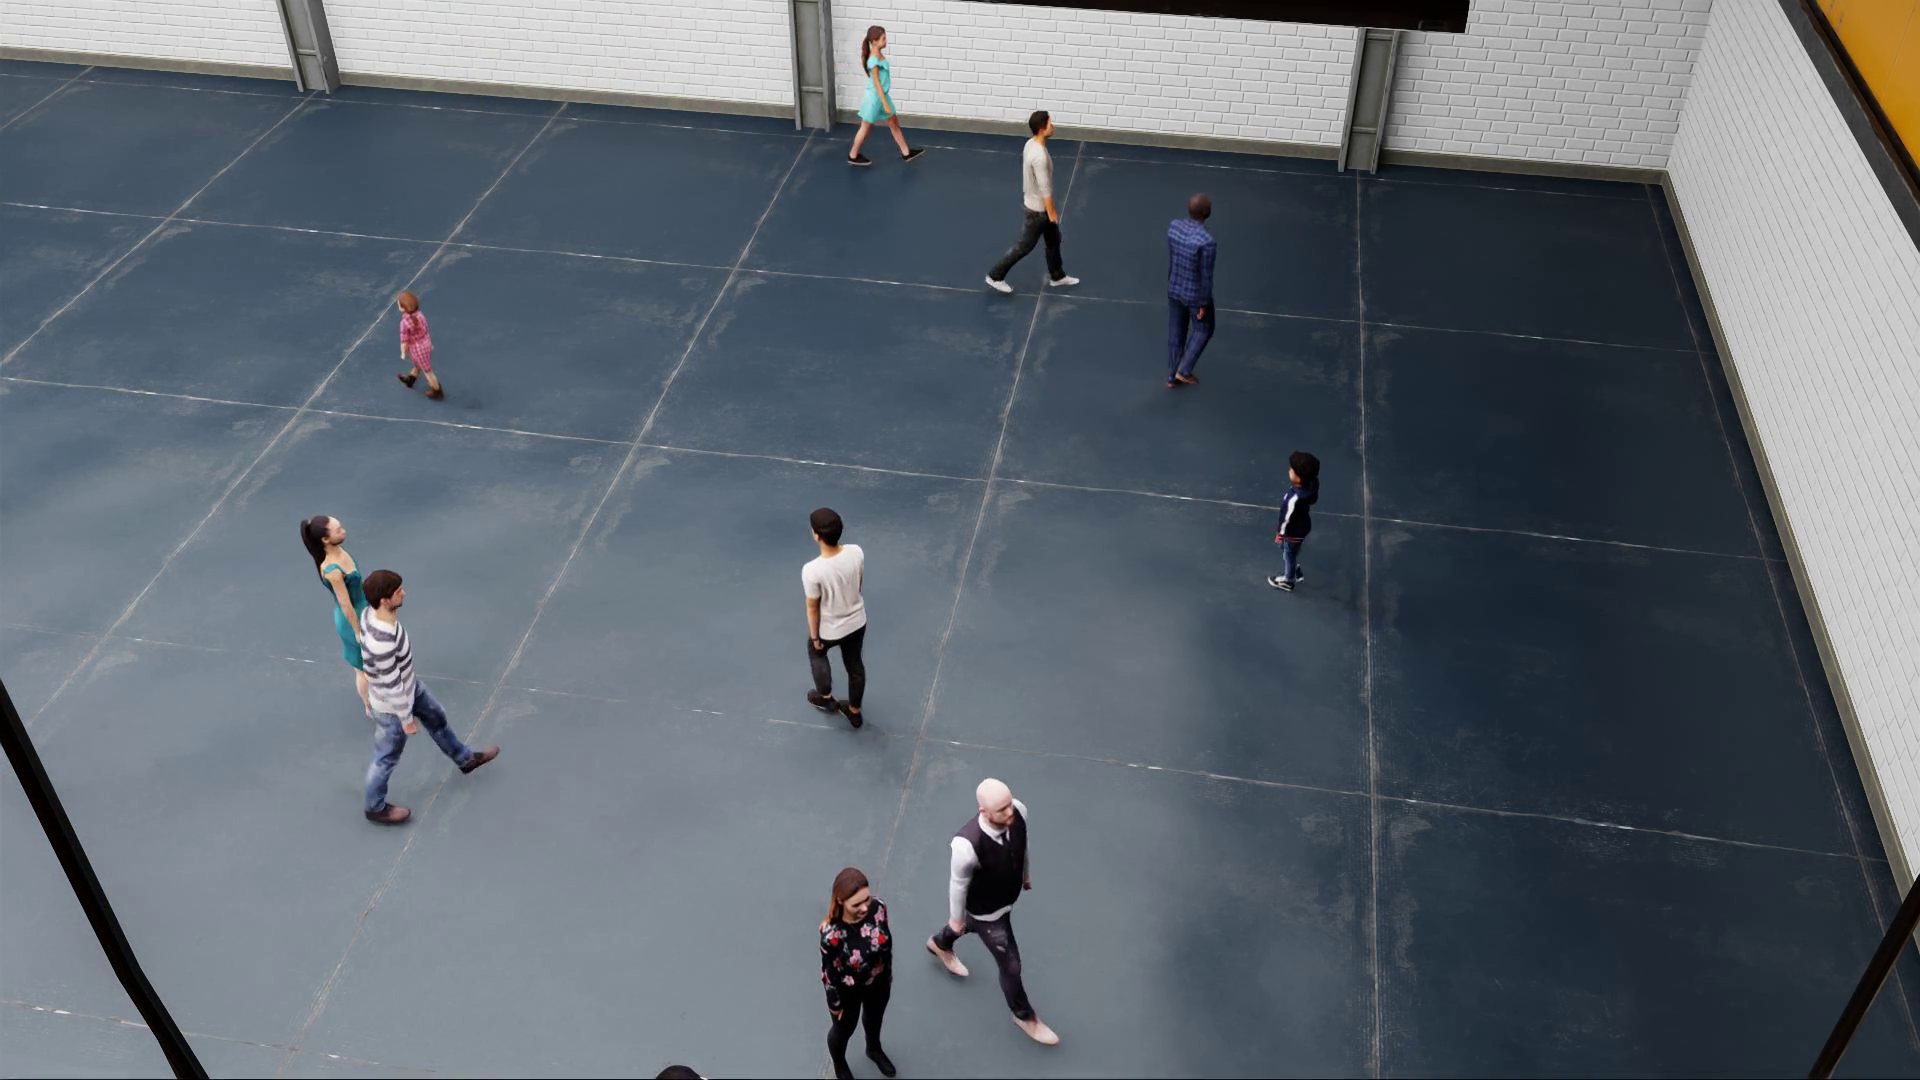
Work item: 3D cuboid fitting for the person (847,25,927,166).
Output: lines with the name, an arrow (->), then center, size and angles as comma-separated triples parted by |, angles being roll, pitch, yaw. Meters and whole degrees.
person -> -0.952, -4.618, 17.467 | 1.073, 1.511, 0.596 | 4, 39, 4

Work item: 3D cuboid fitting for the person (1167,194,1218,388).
person -> 1.867, -2.056, 14.021 | 0.759, 1.807, 0.850 | 31, 48, 33

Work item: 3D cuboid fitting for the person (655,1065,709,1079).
person -> -1.238, 2.981, 7.746 | 0.690, 1.768, 0.723 | 22, 44, 25

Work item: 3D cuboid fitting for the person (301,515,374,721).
person -> -3.971, 0.519, 10.892 | 0.627, 1.688, 0.618 | -12, 40, -14

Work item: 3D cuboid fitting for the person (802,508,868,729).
person -> -0.751, 0.560, 10.827 | 0.794, 1.706, 0.855 | -21, 43, -24

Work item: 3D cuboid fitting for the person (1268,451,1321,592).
person -> 2.476, -0.111, 12.058 | 0.568, 1.218, 0.582 | 19, 42, 22

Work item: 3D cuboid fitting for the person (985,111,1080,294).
person -> 0.618, -3.060, 15.299 | 1.188, 1.782, 0.800 | -1, 39, -1

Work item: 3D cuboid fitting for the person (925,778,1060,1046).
person -> 0.114, 1.922, 9.066 | 1.318, 1.776, 1.064 | 25, 45, 28

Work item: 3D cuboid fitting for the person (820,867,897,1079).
person -> -0.539, 2.282, 8.689 | 0.646, 1.684, 0.690 | -28, 46, -31

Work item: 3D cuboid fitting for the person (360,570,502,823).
person -> -3.564, 0.981, 10.227 | 1.245, 1.796, 1.044 | -9, 39, -11

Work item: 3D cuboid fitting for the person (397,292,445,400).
person -> -4.572, -1.628, 14.131 | 0.745, 1.002, 0.533 | 15, 41, 18
